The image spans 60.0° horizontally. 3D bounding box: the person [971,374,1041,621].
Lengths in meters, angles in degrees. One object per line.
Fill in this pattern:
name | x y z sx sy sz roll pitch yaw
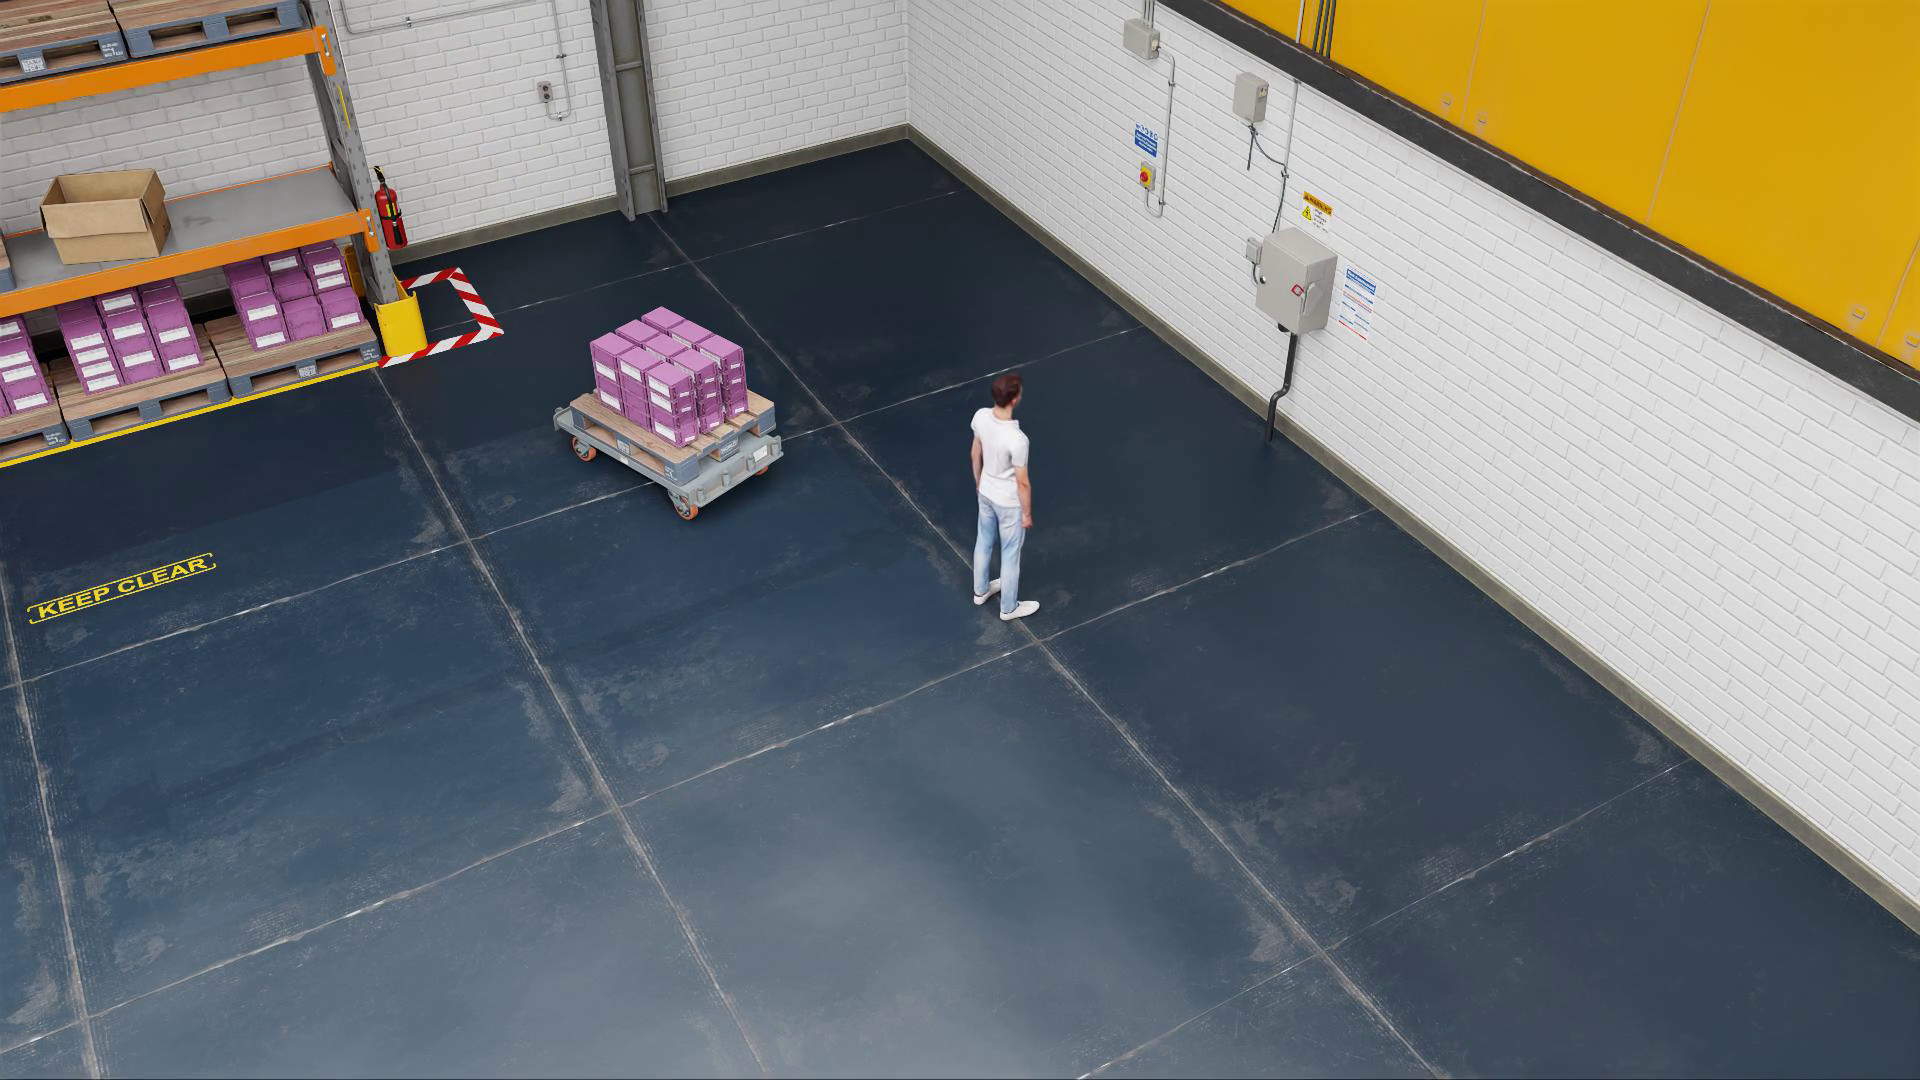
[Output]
person | 0.275 -0.286 10.955 0.601 1.852 0.698 -28 46 -30
